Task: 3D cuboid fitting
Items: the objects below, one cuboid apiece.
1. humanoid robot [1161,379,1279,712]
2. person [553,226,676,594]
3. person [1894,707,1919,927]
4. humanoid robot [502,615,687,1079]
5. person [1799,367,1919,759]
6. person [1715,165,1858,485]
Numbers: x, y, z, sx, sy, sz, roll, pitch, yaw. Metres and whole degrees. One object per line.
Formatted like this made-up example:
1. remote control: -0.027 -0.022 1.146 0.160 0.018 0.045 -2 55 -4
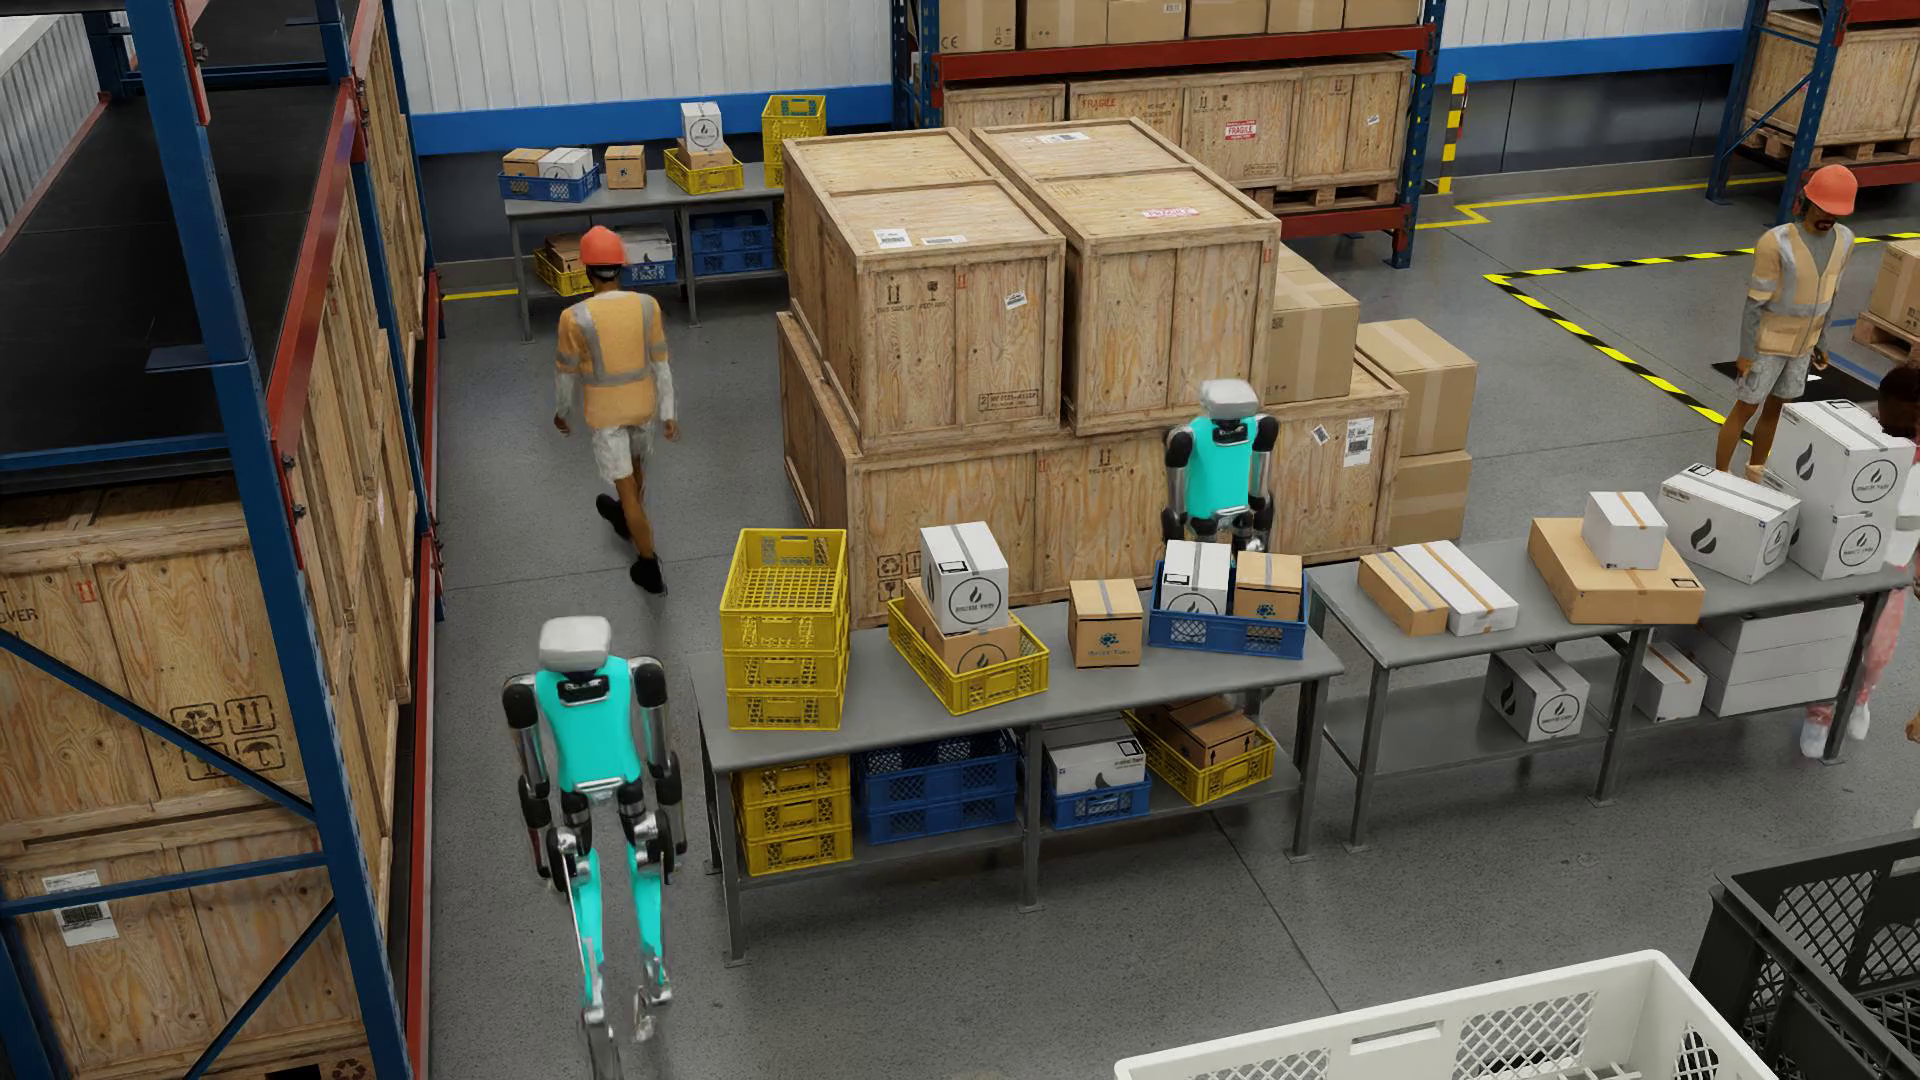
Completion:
1. humanoid robot: 1.213 0.246 7.176 0.530 1.799 0.797 -11 31 -19
2. person: -1.822 -0.711 8.734 0.555 1.881 0.973 -21 35 -33
3. person: 3.868 0.700 6.215 0.562 1.841 0.393 10 30 17
4. humanoid robot: -1.134 1.200 5.440 0.551 1.765 0.962 -7 30 -12
5. person: 3.926 0.105 7.247 0.629 1.888 0.458 13 31 22
6. person: 4.613 -1.094 9.274 0.604 2.035 0.389 -8 30 -15
